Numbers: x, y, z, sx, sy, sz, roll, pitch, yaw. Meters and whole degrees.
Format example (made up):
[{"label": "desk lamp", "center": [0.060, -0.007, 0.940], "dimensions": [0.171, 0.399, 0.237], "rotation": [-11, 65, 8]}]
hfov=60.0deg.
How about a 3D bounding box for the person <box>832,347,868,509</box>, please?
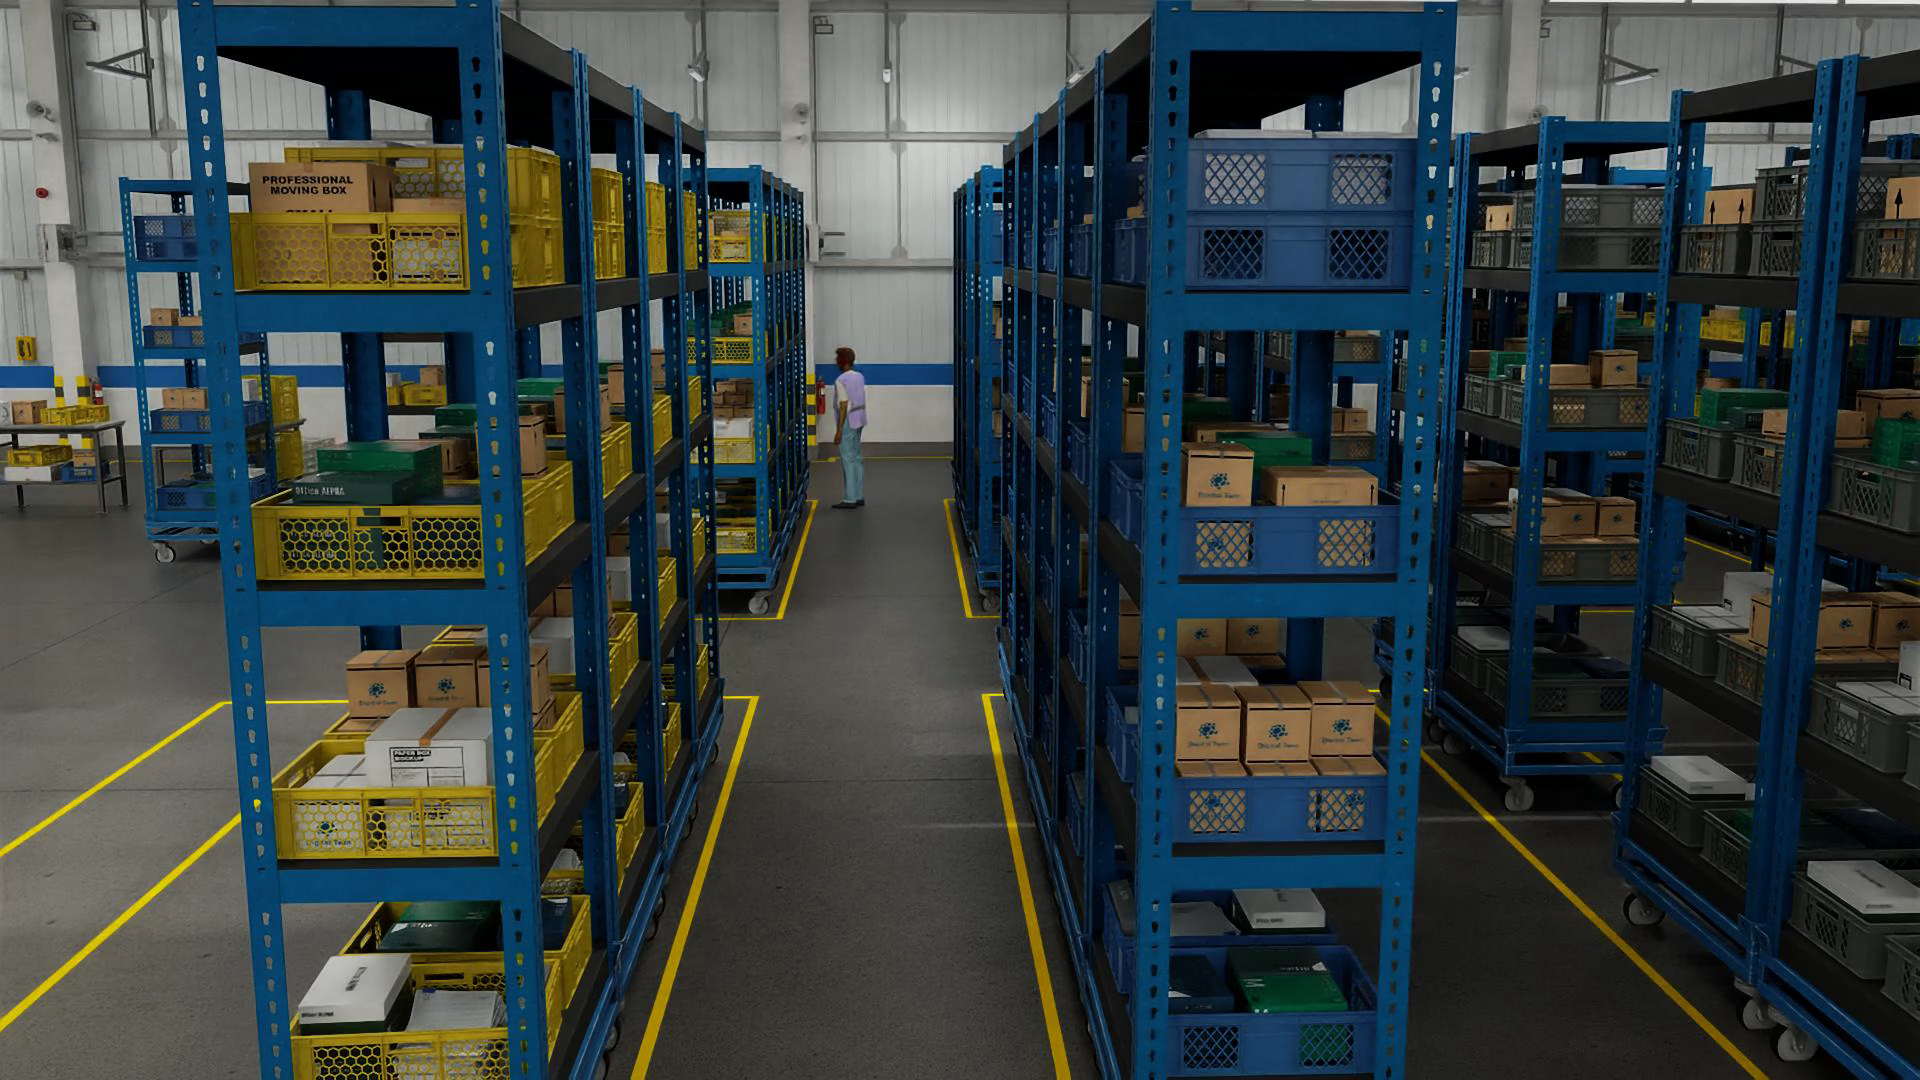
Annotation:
[{"label": "person", "center": [-1.254, -1.275, 18.999], "dimensions": [0.372, 1.843, 0.570], "rotation": [4, 11, 21]}]
